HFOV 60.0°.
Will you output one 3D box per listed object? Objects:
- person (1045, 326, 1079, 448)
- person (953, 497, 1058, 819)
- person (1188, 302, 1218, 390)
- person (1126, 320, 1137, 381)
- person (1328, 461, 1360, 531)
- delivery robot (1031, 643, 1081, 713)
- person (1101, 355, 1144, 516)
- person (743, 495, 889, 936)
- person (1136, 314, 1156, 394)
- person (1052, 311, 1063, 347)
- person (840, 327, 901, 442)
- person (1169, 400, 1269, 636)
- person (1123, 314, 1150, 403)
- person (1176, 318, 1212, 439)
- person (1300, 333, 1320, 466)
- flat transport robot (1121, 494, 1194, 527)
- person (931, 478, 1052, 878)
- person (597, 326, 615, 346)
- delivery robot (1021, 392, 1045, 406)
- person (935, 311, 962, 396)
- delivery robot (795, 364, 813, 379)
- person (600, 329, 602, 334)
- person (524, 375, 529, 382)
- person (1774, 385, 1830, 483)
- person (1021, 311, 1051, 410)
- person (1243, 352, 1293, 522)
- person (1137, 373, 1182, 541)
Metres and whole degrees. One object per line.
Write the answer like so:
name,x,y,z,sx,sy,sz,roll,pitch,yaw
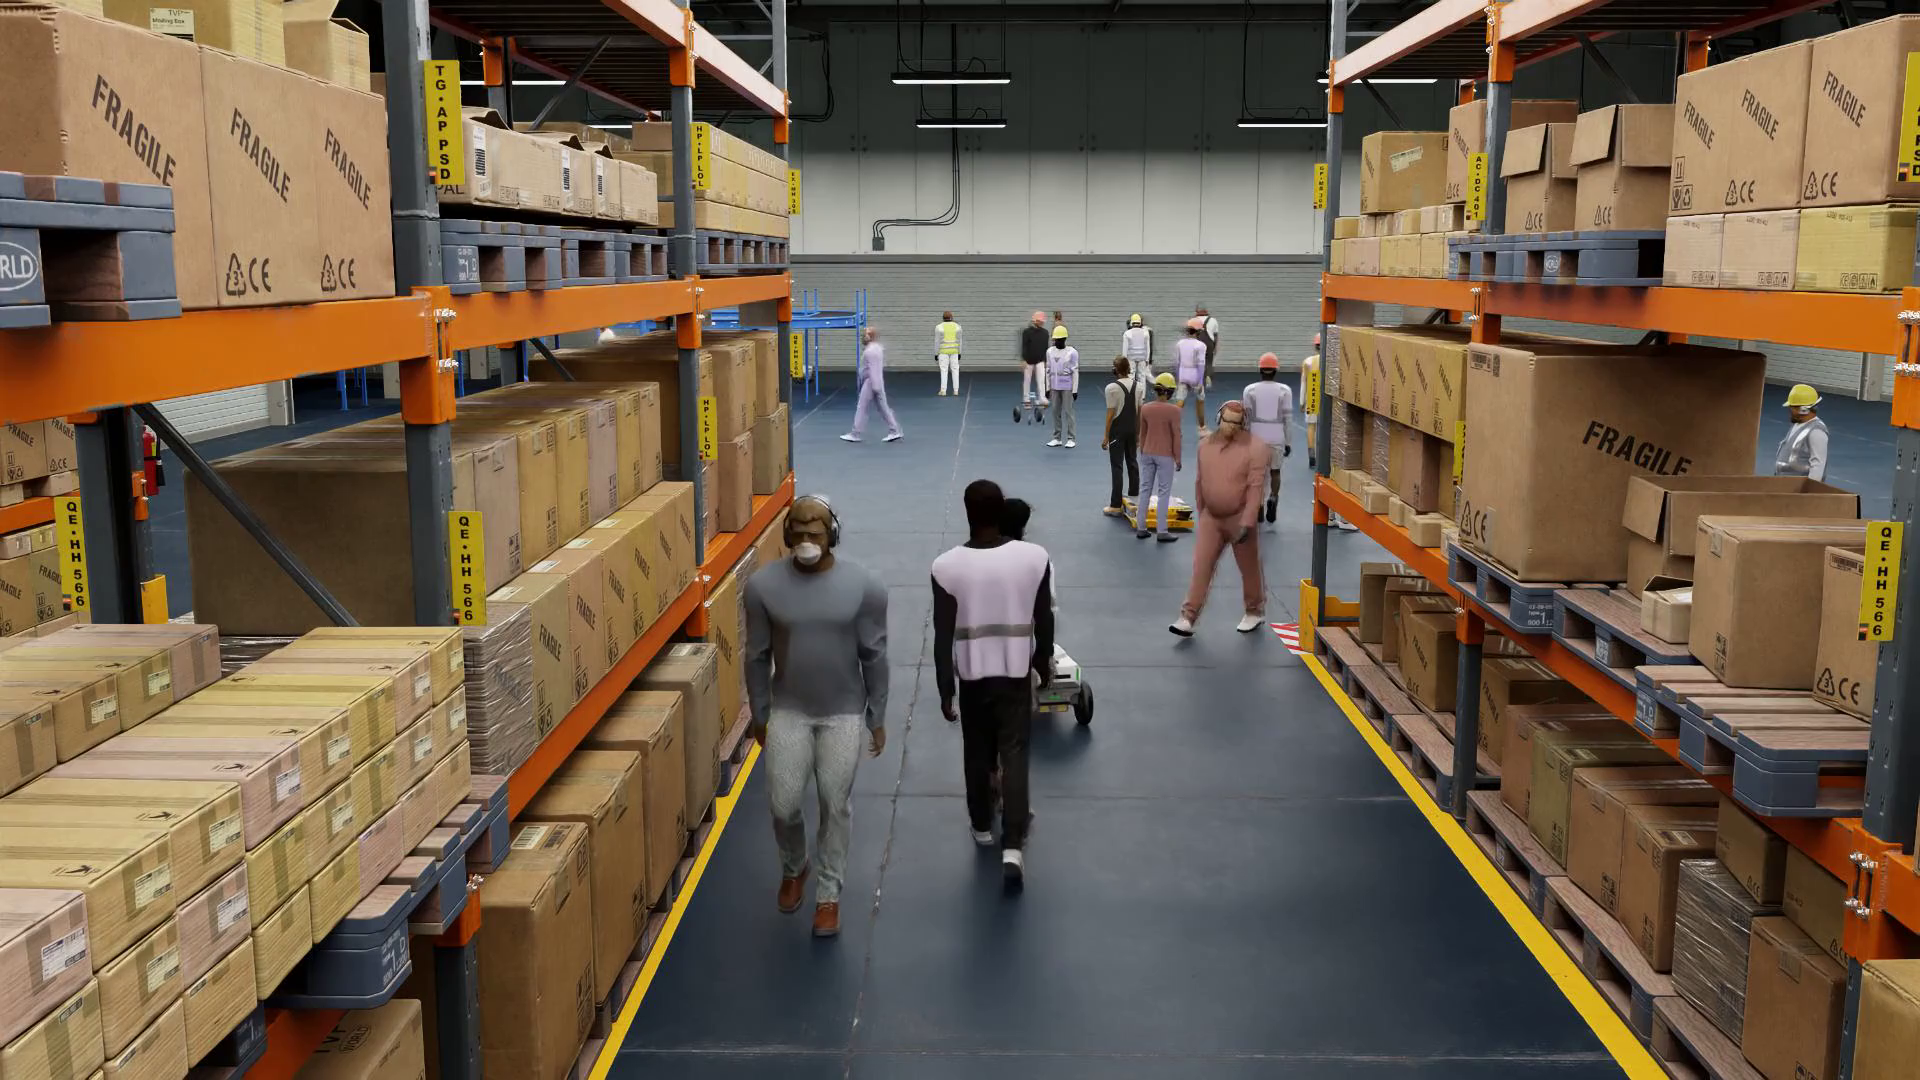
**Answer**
person,1.596,-2.409,26.180,0.602,1.913,0.426,8,12,40
person,0.233,0.613,8.818,0.549,1.651,0.795,2,10,10
person,5.488,-4.373,37.666,0.690,2.000,0.767,1,9,4
person,3.671,-3.861,35.519,0.560,1.679,0.387,-9,13,-43
person,4.170,-0.927,18.105,0.306,1.638,0.523,-4,10,-25
delivery robot,0.534,0.825,10.690,0.477,0.478,0.707,-2,10,-11
person,1.867,-1.204,19.163,0.504,1.840,0.345,-5,11,-29
person,-0.615,0.759,7.159,0.629,1.925,0.427,0,9,-2
person,3.916,-3.939,35.658,0.630,1.811,0.783,9,13,43
person,2.535,-5.108,43.141,0.309,1.641,0.514,3,10,20
person,-1.420,-2.516,26.989,0.980,1.867,0.647,2,10,11
person,2.062,-0.161,12.905,0.648,1.843,0.998,7,12,36
person,3.647,-3.769,34.537,0.586,1.835,0.403,-2,10,-12
person,3.772,-2.648,27.358,0.625,2.003,1.029,9,13,42
person,5.146,-2.008,23.759,0.554,1.916,0.780,3,10,16
flat transport robot,2.205,-0.341,18.806,0.652,0.197,1.431,0,9,-2
person,0.162,0.643,8.010,0.598,1.876,0.989,0,9,-3
person,-6.696,-3.253,31.179,0.574,1.919,0.647,-2,10,-14
delivery robot,1.309,-2.566,30.214,0.335,0.223,0.698,-3,10,-17
person,-0.265,-4.092,36.466,0.623,1.840,0.430,-3,10,-15
delivery robot,-3.942,-4.126,40.349,0.707,0.478,0.477,5,11,27
person,-9.180,-5.082,43.060,0.680,1.603,0.521,5,11,25
person,-3.735,-0.463,14.400,0.387,1.947,0.604,0,9,0
person,7.460,-0.467,14.793,0.404,1.824,0.586,2,10,10
person,1.492,-3.516,32.710,0.667,1.926,1.039,-3,10,-18
person,3.404,-1.122,18.463,0.550,1.918,0.749,2,10,9
person,2.114,-0.880,17.487,0.379,1.754,0.538,-9,13,-44
